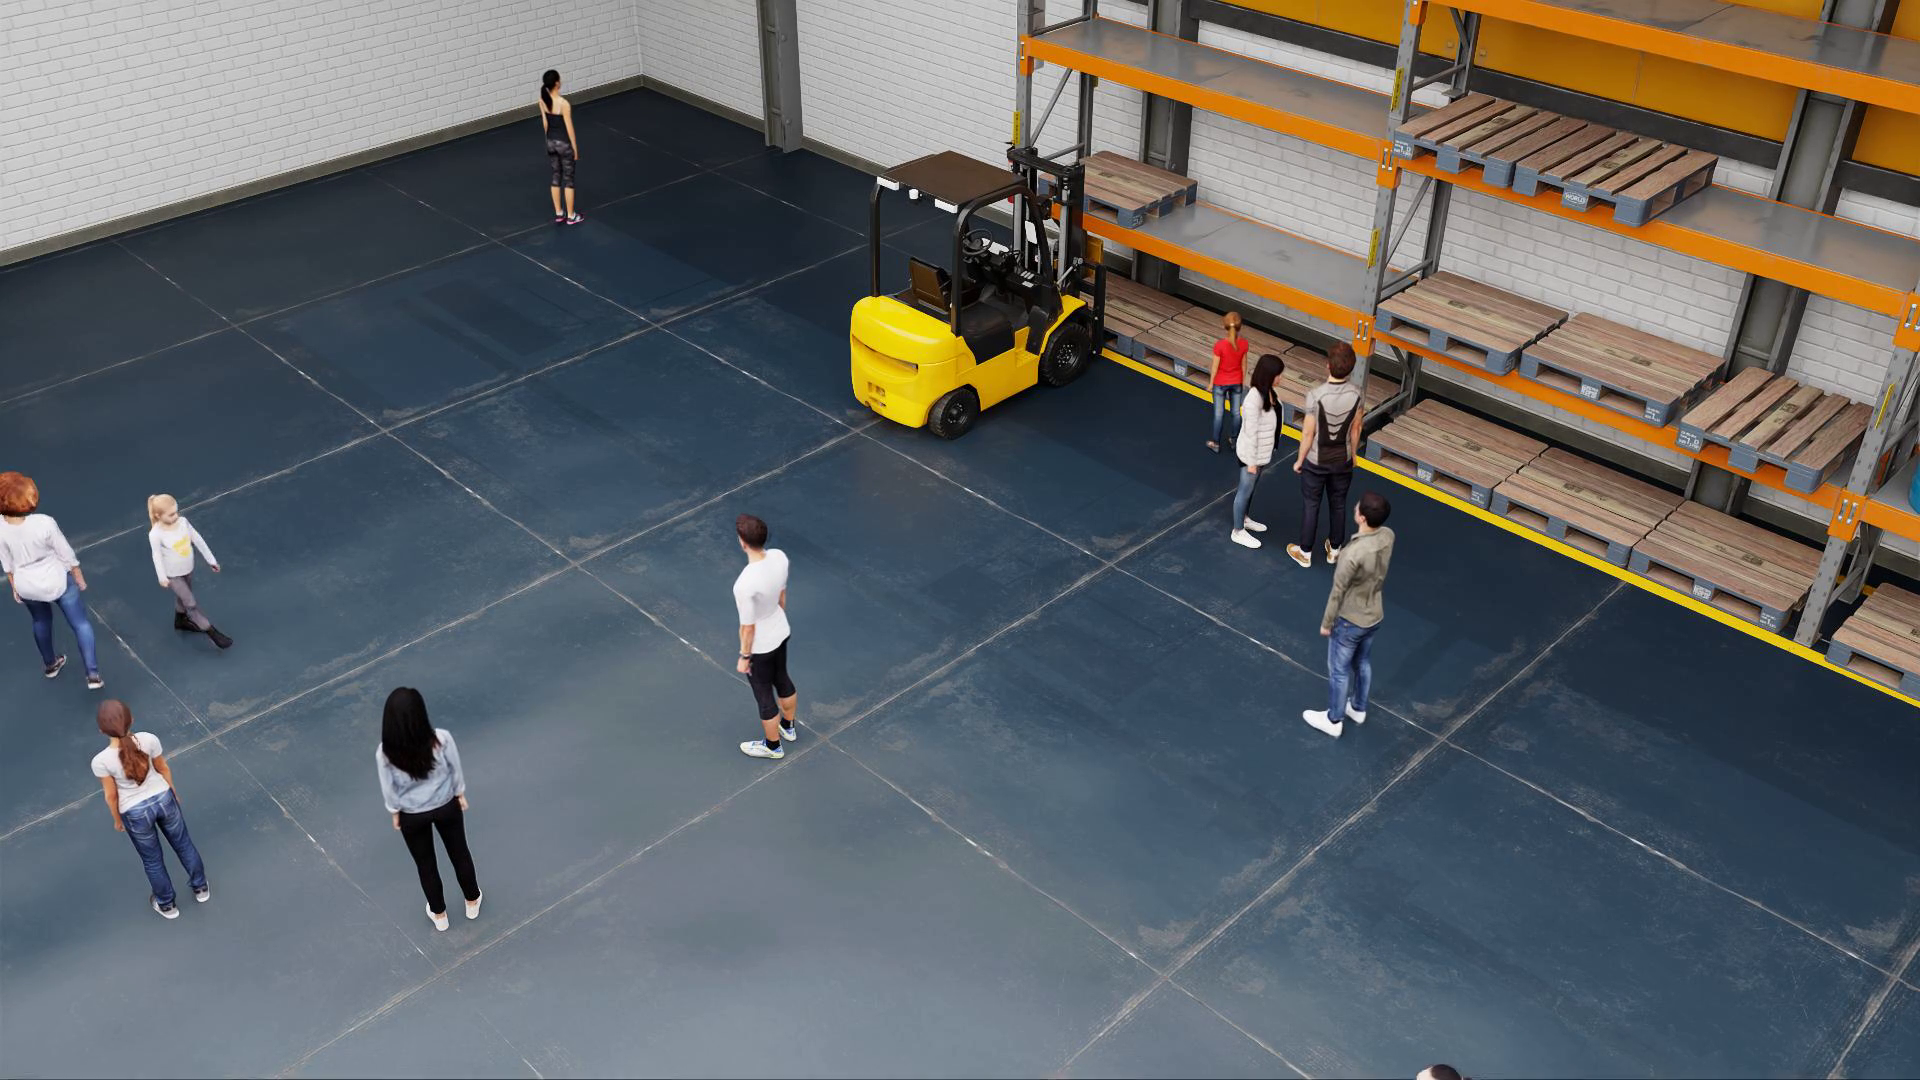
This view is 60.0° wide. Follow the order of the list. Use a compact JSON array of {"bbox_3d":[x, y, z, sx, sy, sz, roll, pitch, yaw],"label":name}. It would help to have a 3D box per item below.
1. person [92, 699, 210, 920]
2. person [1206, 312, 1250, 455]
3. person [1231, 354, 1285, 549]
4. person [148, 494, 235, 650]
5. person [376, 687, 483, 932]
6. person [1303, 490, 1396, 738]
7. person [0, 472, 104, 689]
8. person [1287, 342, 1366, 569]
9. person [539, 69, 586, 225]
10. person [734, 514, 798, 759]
[{"bbox_3d":[-4.753,1.553,9.729,0.539,1.563,0.527,-26,42,-34],"label":"person"},{"bbox_3d":[2.316,-1.352,14.330,0.575,1.309,0.622,-5,34,-8],"label":"person"},{"bbox_3d":[2.321,-0.726,13.094,0.685,1.635,0.696,12,35,18],"label":"person"},{"bbox_3d":[-5.700,0.204,12.042,0.940,1.248,0.716,11,35,16],"label":"person"},{"bbox_3d":[-3.068,1.550,9.600,0.664,1.710,0.641,-16,37,-22],"label":"person"},{"bbox_3d":[2.640,0.500,11.043,0.698,1.863,0.594,-26,41,-33],"label":"person"},{"bbox_3d":[-6.294,0.311,11.478,0.912,1.696,0.987,-9,35,-13],"label":"person"},{"bbox_3d":[2.821,-0.641,12.729,0.737,1.896,0.770,-3,34,-5],"label":"person"},{"bbox_3d":[-4.448,-4.362,18.482,0.569,1.726,0.687,14,36,20],"label":"person"},{"bbox_3d":[-1.264,0.632,10.854,0.682,1.853,0.730,15,37,22],"label":"person"}]
